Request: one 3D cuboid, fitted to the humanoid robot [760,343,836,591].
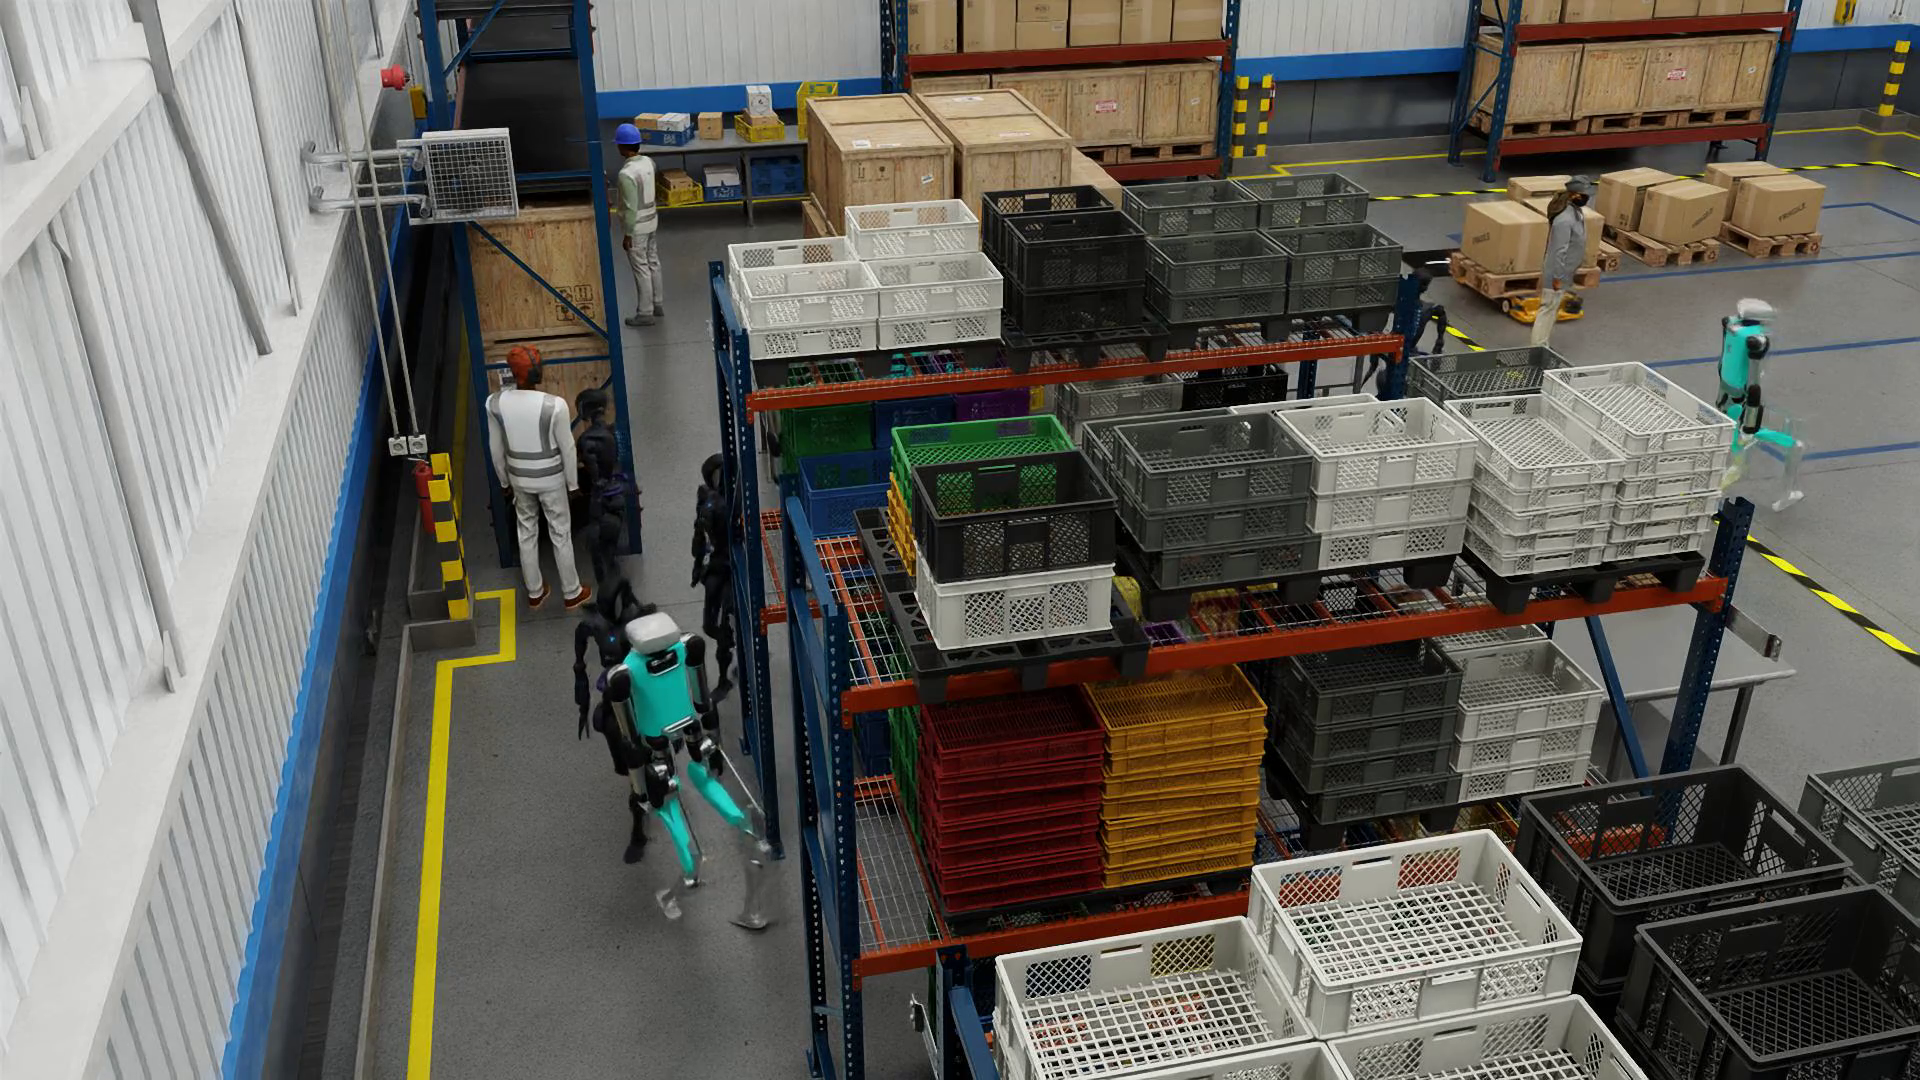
[{"bbox_3d":[-0.942,-0.437,11.236,0.549,1.753,0.678,-21,34,-34],"label":"humanoid robot"}]

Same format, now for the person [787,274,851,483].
[{"bbox_3d":[-0.956,-0.935,11.918,0.604,2.045,0.379,21,34,35],"label":"person"}]

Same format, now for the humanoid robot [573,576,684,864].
[{"bbox_3d":[-1.753,0.871,8.919,0.610,1.632,0.694,6,28,10],"label":"humanoid robot"}]

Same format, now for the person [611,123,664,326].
[{"bbox_3d":[-3.095,-3.024,15.983,0.389,1.946,0.614,6,28,11],"label":"person"}]

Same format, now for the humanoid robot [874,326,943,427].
[{"bbox_3d":[-0.395,-0.810,12.008,0.561,1.794,0.677,1,28,1],"label":"humanoid robot"}]

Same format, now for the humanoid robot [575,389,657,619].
[{"bbox_3d":[-2.318,-0.208,10.963,0.536,1.675,0.606,-1,28,-2],"label":"humanoid robot"}]

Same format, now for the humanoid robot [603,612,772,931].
[{"bbox_3d":[-1.263,1.248,8.125,0.571,1.780,0.854,-22,35,-36],"label":"humanoid robot"}]

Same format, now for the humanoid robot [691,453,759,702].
[{"bbox_3d":[-1.420,0.202,10.173,0.482,1.642,0.613,-23,35,-37],"label":"humanoid robot"}]

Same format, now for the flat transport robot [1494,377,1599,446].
[{"bbox_3d":[4.780,-1.036,14.013,0.659,0.231,1.431,-6,28,-12],"label":"flat transport robot"}]

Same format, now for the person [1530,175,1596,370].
[{"bbox_3d":[5.429,-2.439,15.064,0.397,1.767,0.572,13,31,24],"label":"person"}]

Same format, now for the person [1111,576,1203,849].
[{"bbox_3d":[0.948,0.958,8.595,0.817,1.797,0.592,0,28,-1],"label":"person"}]

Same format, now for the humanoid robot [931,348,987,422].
[{"bbox_3d":[0.116,-0.576,11.454,0.532,1.693,0.732,-12,30,-21],"label":"humanoid robot"}]

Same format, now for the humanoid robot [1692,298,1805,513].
[{"bbox_3d":[6.001,-0.932,12.321,1.053,1.785,0.530,-1,28,-3],"label":"humanoid robot"}]

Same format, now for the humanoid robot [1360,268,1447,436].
[{"bbox_3d":[3.465,-1.303,13.005,0.607,1.636,0.428,0,28,-1],"label":"humanoid robot"}]

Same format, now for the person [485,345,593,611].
[{"bbox_3d":[-2.804,-0.394,11.063,0.573,1.882,0.360,4,28,8],"label":"person"}]

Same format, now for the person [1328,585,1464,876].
[{"bbox_3d":[2.184,1.059,8.369,0.623,1.835,0.429,-2,28,-3],"label":"person"}]

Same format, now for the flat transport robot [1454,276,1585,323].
[{"bbox_3d":[5.657,-2.544,16.844,0.652,0.197,1.431,-6,28,-12],"label":"flat transport robot"}]
